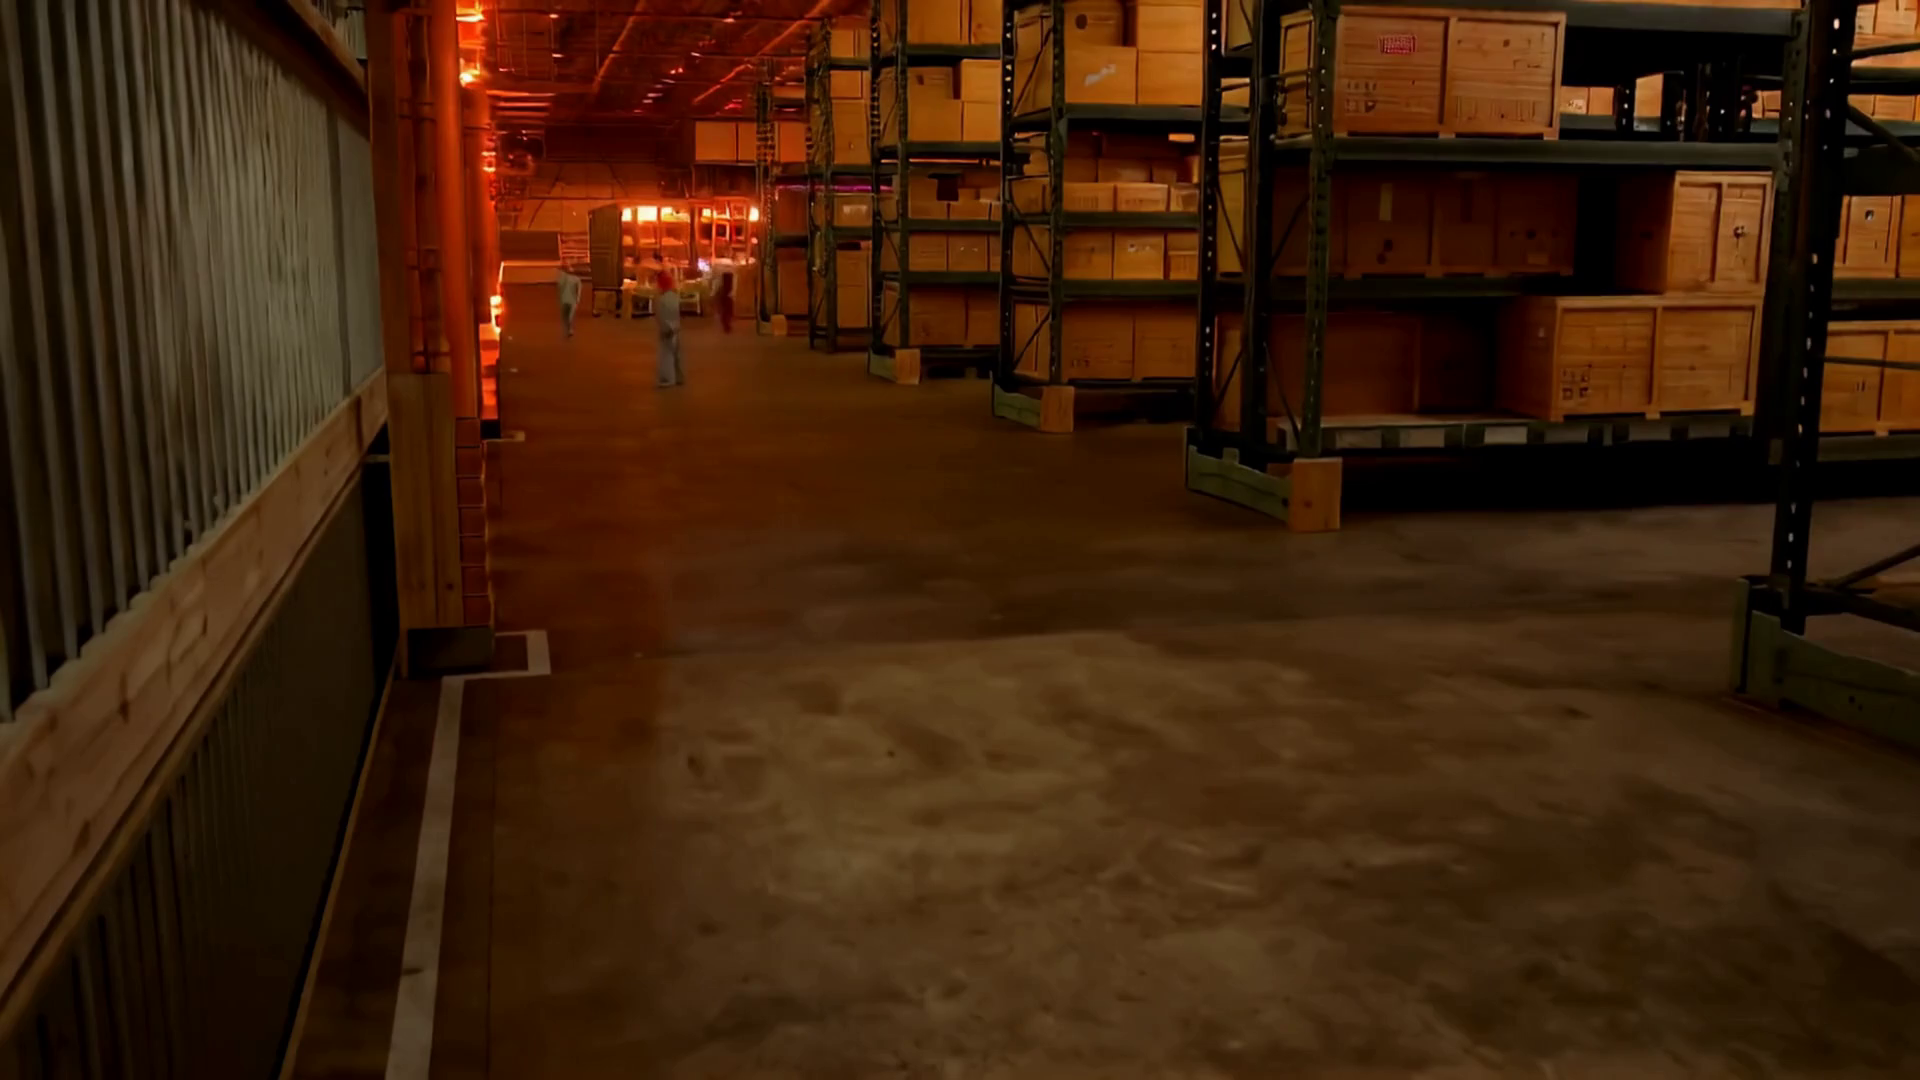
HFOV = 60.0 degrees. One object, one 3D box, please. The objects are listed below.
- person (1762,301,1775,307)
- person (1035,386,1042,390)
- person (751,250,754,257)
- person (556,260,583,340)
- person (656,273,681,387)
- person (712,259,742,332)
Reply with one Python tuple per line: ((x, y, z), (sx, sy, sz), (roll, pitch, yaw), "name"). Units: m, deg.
((8.323, -1.854, 17.112), (0.520, 1.727, 0.503), (-3, 10, -17), "person")
((1.610, -3.056, 23.464), (0.993, 1.902, 0.631), (2, 10, 11), "person")
((-10.030, -13.189, 80.985), (0.389, 1.846, 0.566), (-9, 13, -41), "person")
((-8.503, -5.202, 36.119), (0.574, 1.726, 0.784), (2, 10, 10), "person")
((-4.212, -3.025, 24.016), (0.310, 1.638, 0.521), (4, 11, 19), "person")
((-5.589, -5.819, 39.624), (0.638, 1.713, 0.821), (9, 13, 41), "person")
